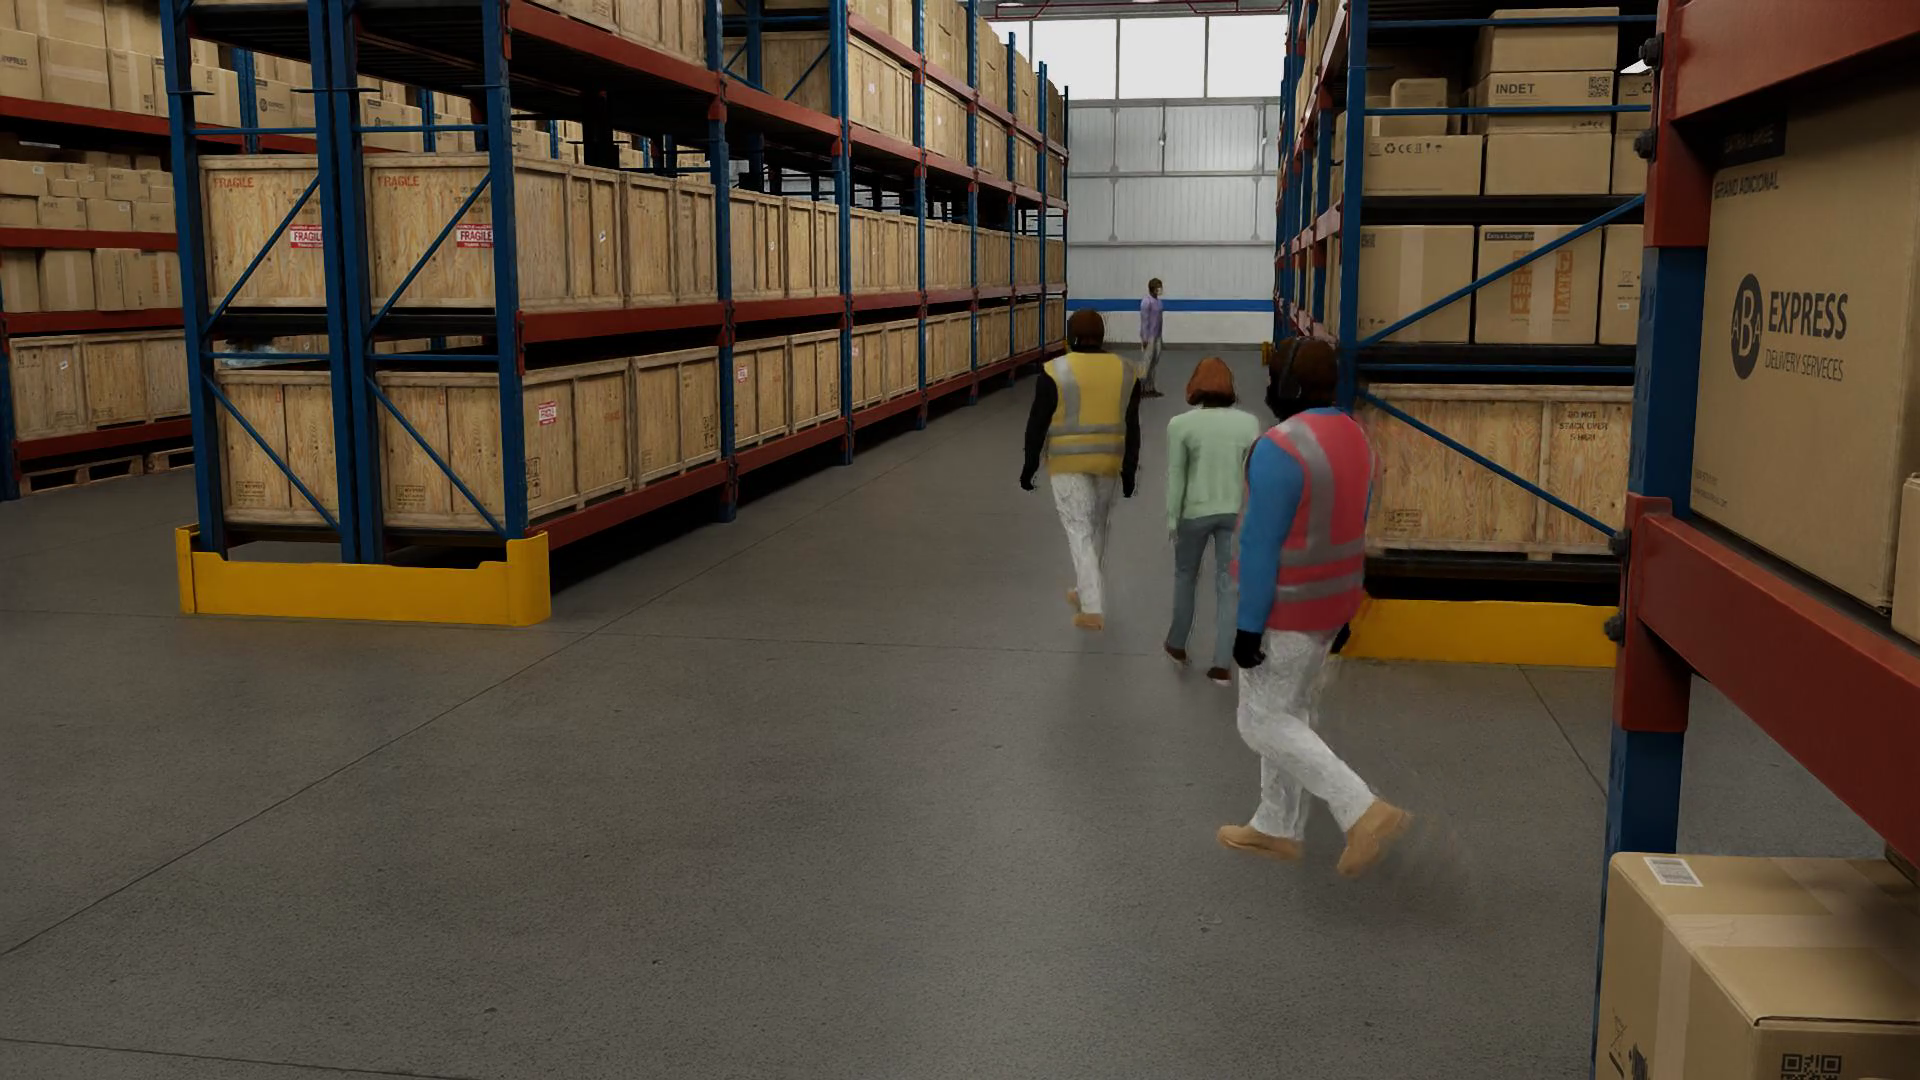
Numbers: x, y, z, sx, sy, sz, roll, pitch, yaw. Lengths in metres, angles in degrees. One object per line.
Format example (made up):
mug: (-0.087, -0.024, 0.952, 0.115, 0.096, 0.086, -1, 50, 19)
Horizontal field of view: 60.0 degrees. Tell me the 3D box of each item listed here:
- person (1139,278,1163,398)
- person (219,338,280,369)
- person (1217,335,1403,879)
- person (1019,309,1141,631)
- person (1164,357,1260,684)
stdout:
person: (3.096, -3.258, 26.853, 0.372, 1.931, 0.638, 5, 10, 29)
person: (-5.850, -1.059, 13.807, 0.497, 1.727, 0.575, -1, 9, -7)
person: (1.164, 0.234, 5.516, 0.635, 1.817, 0.629, 7, 11, 37)
person: (0.662, -0.418, 9.619, 0.641, 1.805, 0.874, -4, 10, -23)
person: (1.244, -0.115, 8.382, 0.495, 1.593, 0.806, -1, 9, -6)
